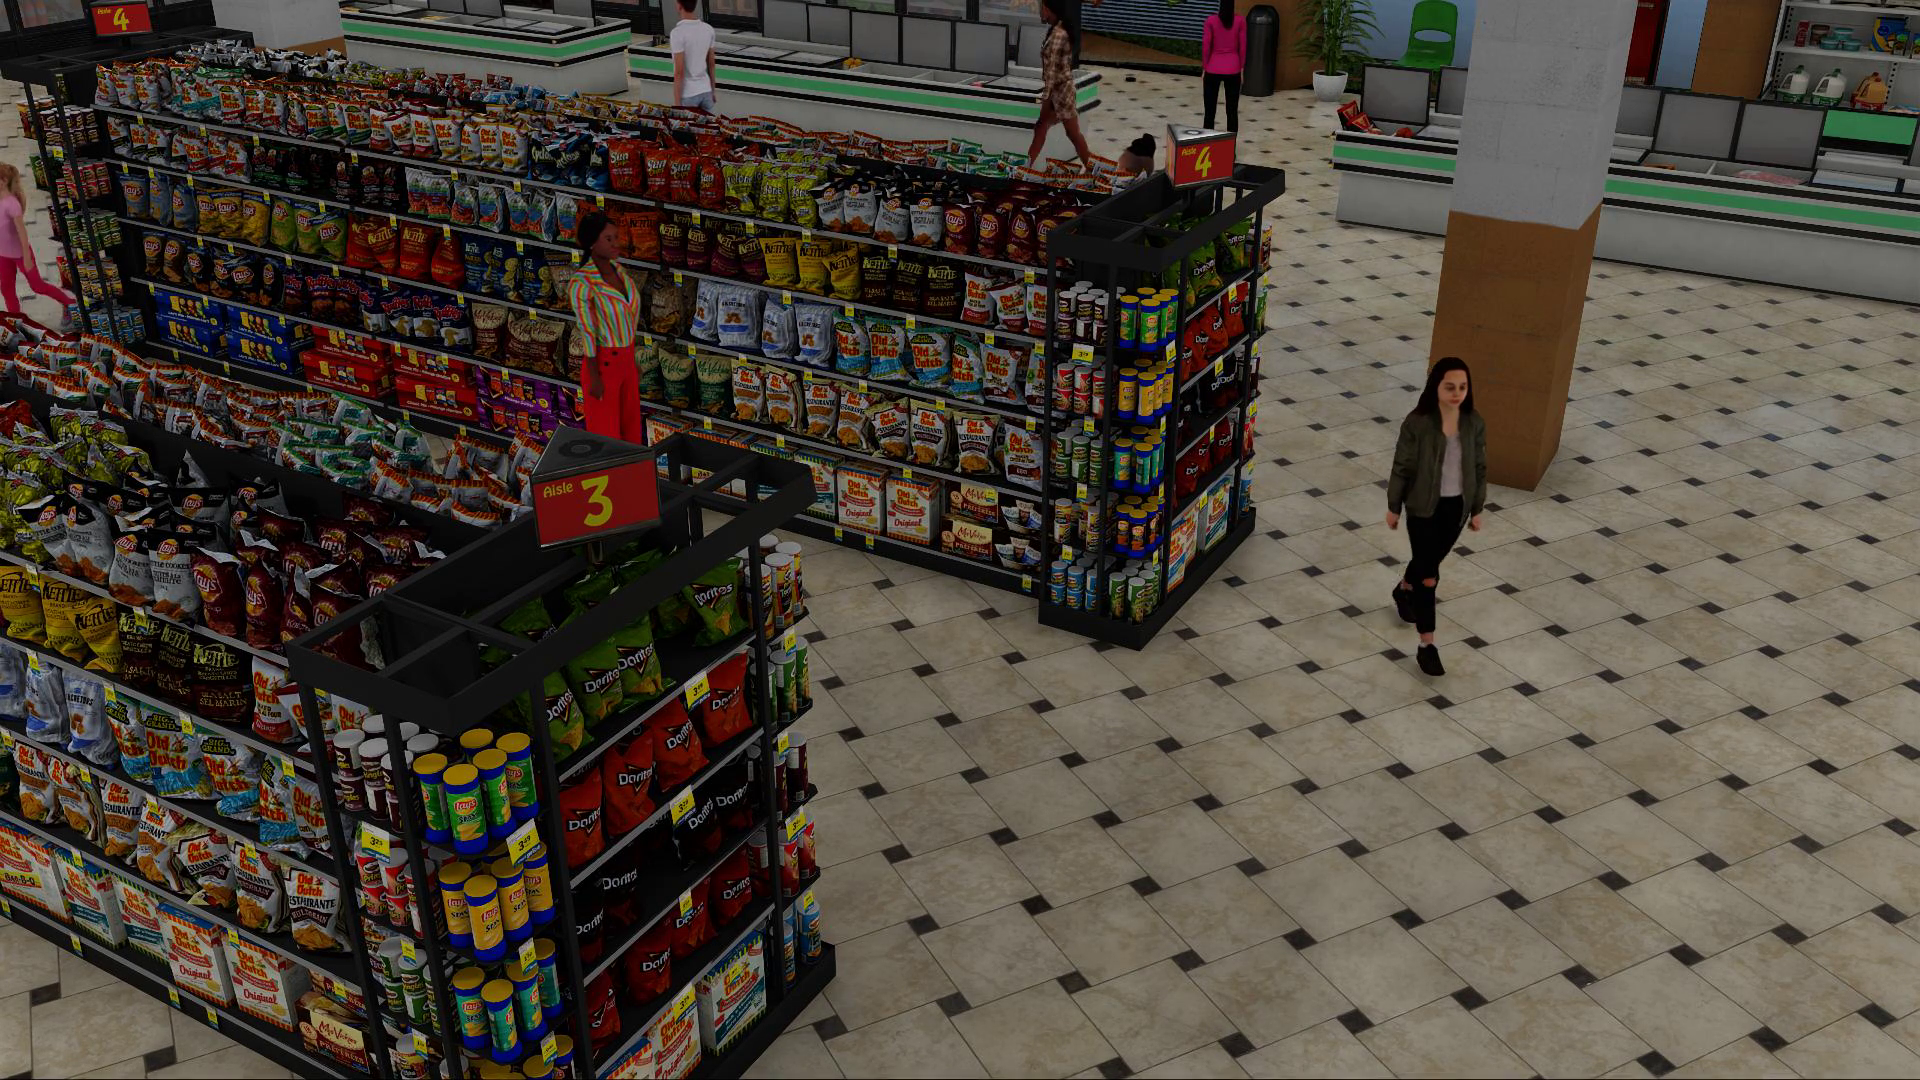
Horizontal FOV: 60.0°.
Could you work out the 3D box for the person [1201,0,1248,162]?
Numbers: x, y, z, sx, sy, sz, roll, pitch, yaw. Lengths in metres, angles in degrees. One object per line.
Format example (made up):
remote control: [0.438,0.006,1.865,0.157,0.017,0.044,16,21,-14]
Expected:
person: [2.539,-4.504,16.067,0.640,1.698,0.738,2,27,4]

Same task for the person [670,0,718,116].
person: [-2.364,-3.960,14.827,0.571,1.850,0.680,19,32,32]

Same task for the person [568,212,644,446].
person: [-1.837,-0.844,8.746,0.563,1.792,0.624,11,29,20]

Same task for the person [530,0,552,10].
person: [-5.721,-7.692,22.294,0.542,1.753,0.590,19,33,33]

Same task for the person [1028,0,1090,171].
person: [0.985,-3.972,14.982,1.221,1.730,1.018,0,27,0]

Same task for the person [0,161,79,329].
person: [-6.586,-2.038,11.698,0.819,1.252,0.571,13,30,24]

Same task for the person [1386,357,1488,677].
person: [2.207,-0.164,7.791,1.001,1.443,1.002,-3,27,-6]

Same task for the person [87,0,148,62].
person: [-8.160,-4.654,16.223,0.599,1.824,0.691,16,31,29]
